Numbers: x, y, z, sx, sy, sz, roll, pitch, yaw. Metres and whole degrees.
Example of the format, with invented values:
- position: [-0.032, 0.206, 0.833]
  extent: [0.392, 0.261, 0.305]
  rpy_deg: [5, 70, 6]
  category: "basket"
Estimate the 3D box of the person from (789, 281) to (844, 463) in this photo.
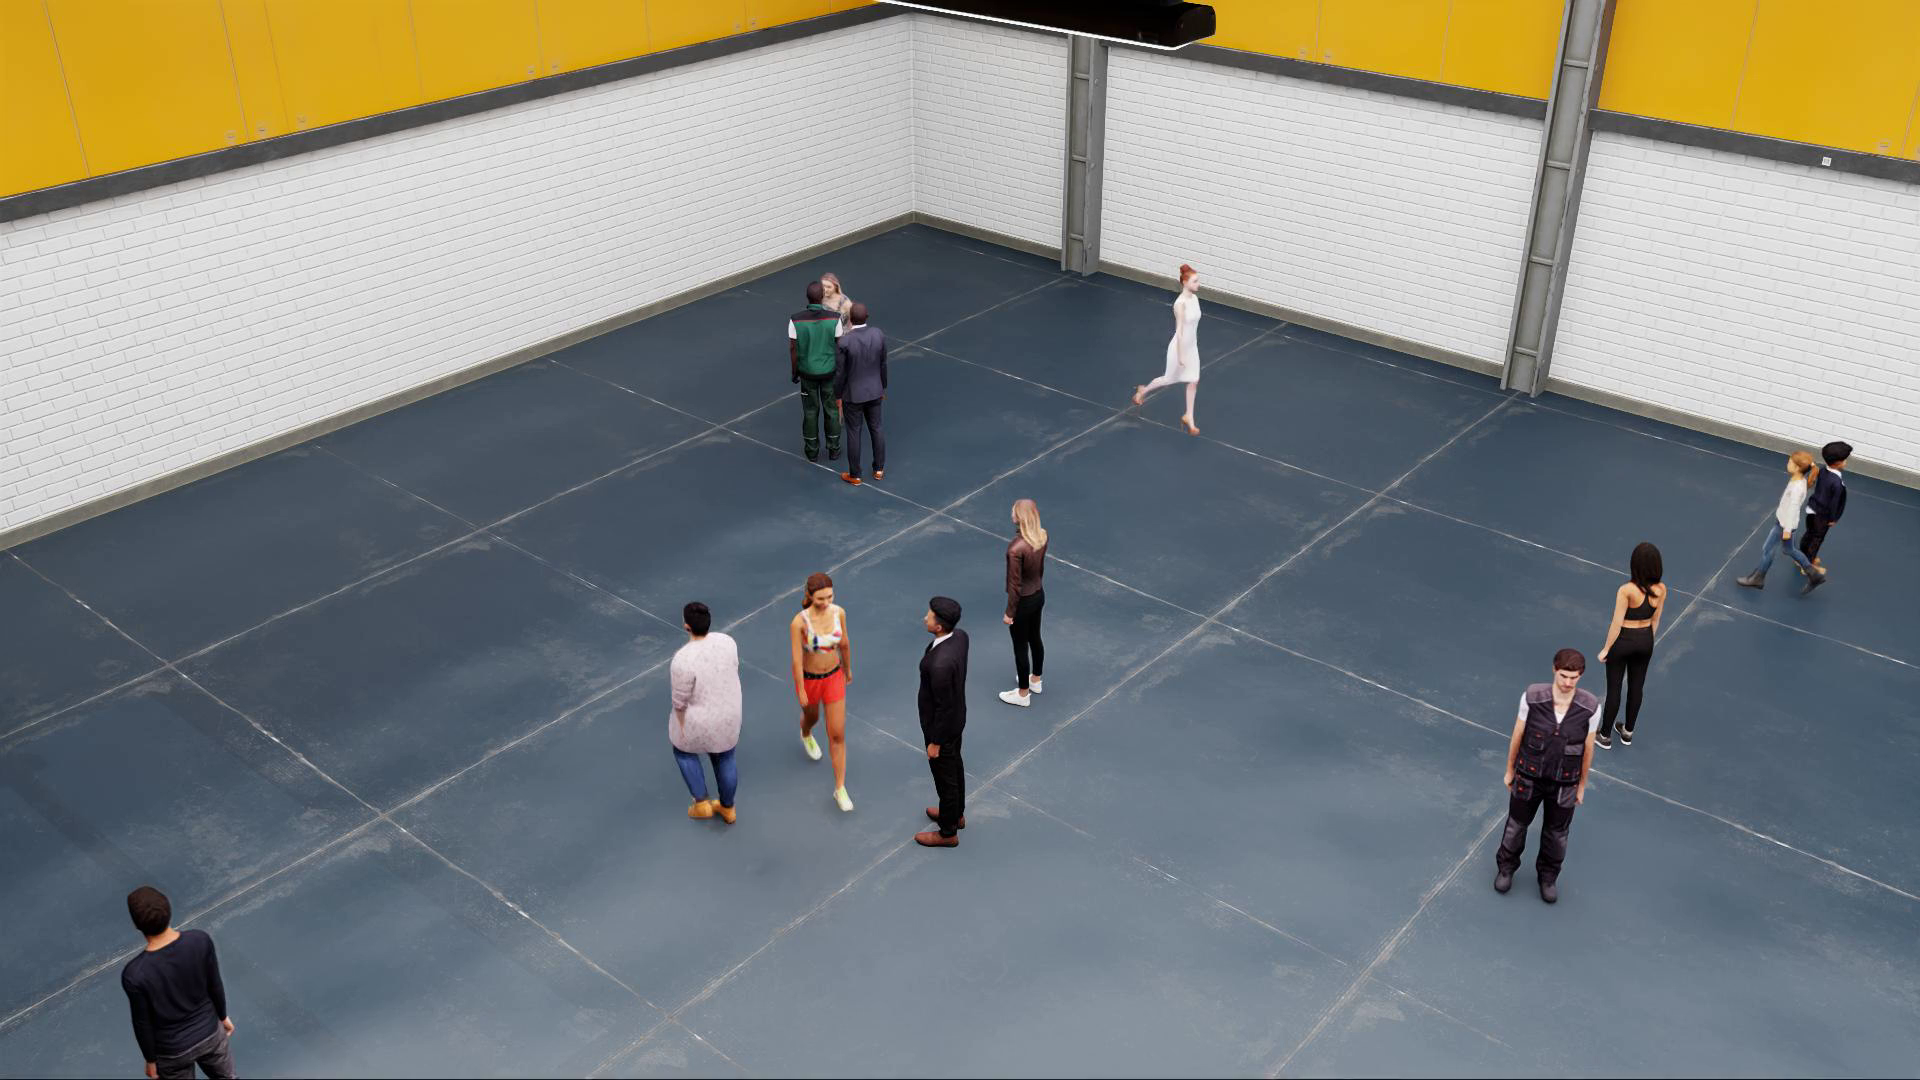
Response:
- position: [-1.384, -1.644, 16.229]
  extent: [0.779, 1.839, 0.826]
  rpy_deg: [-4, 29, -7]
  category: "person"

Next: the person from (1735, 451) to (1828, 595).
- position: [7.038, -0.116, 13.994]
  extent: [0.939, 1.295, 0.592]
  rpy_deg: [15, 32, 25]
  category: "person"

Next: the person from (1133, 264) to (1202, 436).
- position: [2.161, -1.917, 16.807]
  extent: [1.024, 1.763, 0.556]
  rpy_deg: [21, 35, 33]
  category: "person"

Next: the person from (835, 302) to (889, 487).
- position: [-0.928, -1.392, 15.782]
  extent: [0.782, 1.824, 0.763]
  rpy_deg: [-13, 31, -22]
  category: "person"

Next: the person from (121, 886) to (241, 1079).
- position: [-3.941, 2.555, 8.501]
  extent: [0.570, 1.866, 0.622]
  rpy_deg: [19, 34, 31]
  category: "person"

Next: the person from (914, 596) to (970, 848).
- position: [-0.090, 1.190, 10.985]
  extent: [0.735, 1.884, 0.772]
  rpy_deg: [6, 29, 12]
  category: "person"

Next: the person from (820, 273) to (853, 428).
- position: [-1.230, -1.972, 17.029]
  extent: [1.005, 1.648, 0.852]
  rpy_deg: [11, 31, 20]
  category: "person"

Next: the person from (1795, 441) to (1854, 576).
- position: [7.454, -0.282, 14.373]
  extent: [0.632, 1.224, 0.587]
  rpy_deg: [1, 29, 2]
  category: "person"

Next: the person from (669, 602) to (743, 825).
- position: [-1.649, 1.191, 11.144]
  extent: [0.741, 1.730, 0.723]
  rpy_deg: [-19, 34, -31]
  category: "person"

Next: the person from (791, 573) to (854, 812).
- position: [-1.004, 0.952, 11.558]
  extent: [0.976, 1.752, 1.237]
  rpy_deg: [-13, 31, -22]
  category: "person"

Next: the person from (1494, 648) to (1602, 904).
- position: [3.718, 1.465, 10.520]
  extent: [0.644, 1.846, 0.782]
  rpy_deg: [9, 30, 16]
  category: "person"

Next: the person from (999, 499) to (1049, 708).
- position: [0.496, 0.462, 12.508]
  extent: [0.530, 1.704, 0.629]
  rpy_deg: [17, 33, 28]
  category: "person"

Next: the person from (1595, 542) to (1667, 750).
- position: [4.845, 0.769, 12.010]
  extent: [0.637, 1.641, 0.683]
  rpy_deg: [-4, 29, -8]
  category: "person"
